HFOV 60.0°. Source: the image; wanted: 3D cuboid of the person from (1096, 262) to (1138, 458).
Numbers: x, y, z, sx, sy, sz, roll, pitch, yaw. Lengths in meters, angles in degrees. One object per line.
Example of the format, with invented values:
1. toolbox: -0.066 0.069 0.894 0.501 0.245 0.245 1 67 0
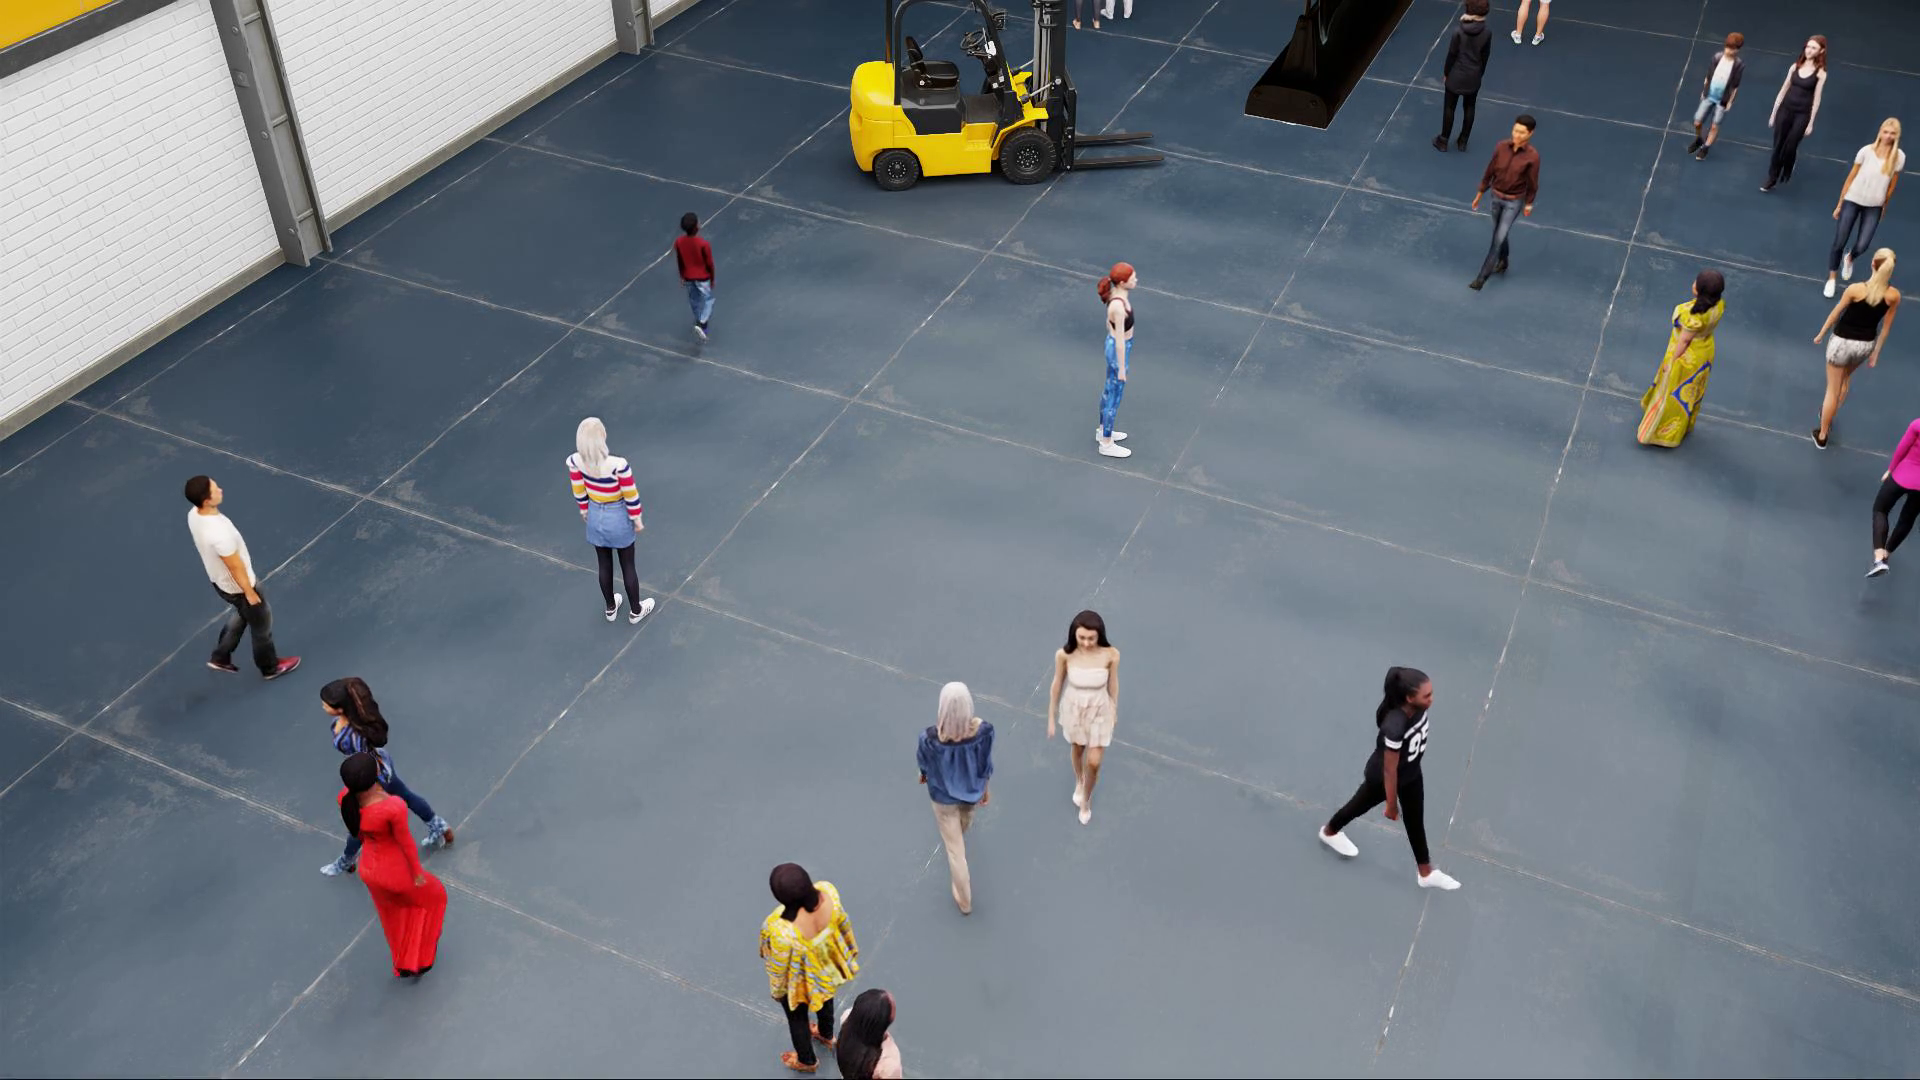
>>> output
1. person: 1.313 -1.519 13.881 0.735 1.785 0.644 -2 39 -2

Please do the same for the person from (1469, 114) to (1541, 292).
1. person: 5.349 -3.317 16.164 1.188 1.734 0.934 -29 47 -32

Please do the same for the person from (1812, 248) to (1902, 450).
1. person: 7.472 -1.578 13.913 0.710 1.827 0.834 7 39 8

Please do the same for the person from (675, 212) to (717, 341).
1. person: -2.461 -2.441 15.459 0.588 1.245 0.754 7 39 9

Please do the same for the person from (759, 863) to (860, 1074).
1. person: -0.836 2.347 9.138 0.832 1.651 0.749 25 45 28

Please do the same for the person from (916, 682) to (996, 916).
1. person: 0.000 1.606 10.067 1.016 1.661 1.112 -11 40 -13

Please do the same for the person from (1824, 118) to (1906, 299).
1. person: 8.667 -3.225 15.999 0.586 1.797 0.725 16 41 19

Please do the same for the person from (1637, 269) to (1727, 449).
1. person: 6.127 -1.541 14.008 0.898 1.660 1.037 -29 47 -31

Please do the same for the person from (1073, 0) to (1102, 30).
1. person: 1.664 -7.456 21.319 0.675 1.768 0.696 -6 39 -7

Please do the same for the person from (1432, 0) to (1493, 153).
1. person: 5.600 -5.169 18.448 0.711 1.779 0.716 0 39 0

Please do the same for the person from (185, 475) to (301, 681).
1. person: -5.133 0.311 11.583 0.813 1.792 0.924 32 48 33

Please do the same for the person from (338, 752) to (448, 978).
1. person: -3.320 1.950 9.548 0.646 1.772 0.692 13 40 16

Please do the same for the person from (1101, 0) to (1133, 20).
1. person: 2.077 -7.703 21.533 0.741 1.888 0.749 -5 39 -6

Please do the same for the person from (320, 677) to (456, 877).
1. person: -3.570 1.448 10.330 1.126 1.569 1.070 -12 40 -15

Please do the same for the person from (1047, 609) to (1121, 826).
1. person: 0.812 1.066 10.687 0.685 1.720 0.716 4 39 5

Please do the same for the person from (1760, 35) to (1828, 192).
1. person: 8.939 -4.552 17.709 0.830 1.737 0.746 -30 47 -32

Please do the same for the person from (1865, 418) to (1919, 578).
1. person: 7.196 -0.394 12.549 0.613 1.689 0.887 14 41 16

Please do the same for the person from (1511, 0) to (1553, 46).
1. person: 7.308 -7.163 20.883 0.728 1.855 0.636 9 39 11

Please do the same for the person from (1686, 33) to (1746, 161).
1. person: 8.424 -4.927 18.416 0.581 1.440 0.591 26 46 29

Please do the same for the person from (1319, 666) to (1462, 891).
1. person: 2.582 1.431 10.261 0.869 1.681 1.167 26 45 29

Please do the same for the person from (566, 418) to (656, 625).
1. person: -2.559 -0.144 12.131 0.693 1.809 0.590 9 39 11

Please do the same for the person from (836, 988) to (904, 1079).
1. person: -0.511 2.879 8.427 0.806 1.708 0.776 -22 44 -25
